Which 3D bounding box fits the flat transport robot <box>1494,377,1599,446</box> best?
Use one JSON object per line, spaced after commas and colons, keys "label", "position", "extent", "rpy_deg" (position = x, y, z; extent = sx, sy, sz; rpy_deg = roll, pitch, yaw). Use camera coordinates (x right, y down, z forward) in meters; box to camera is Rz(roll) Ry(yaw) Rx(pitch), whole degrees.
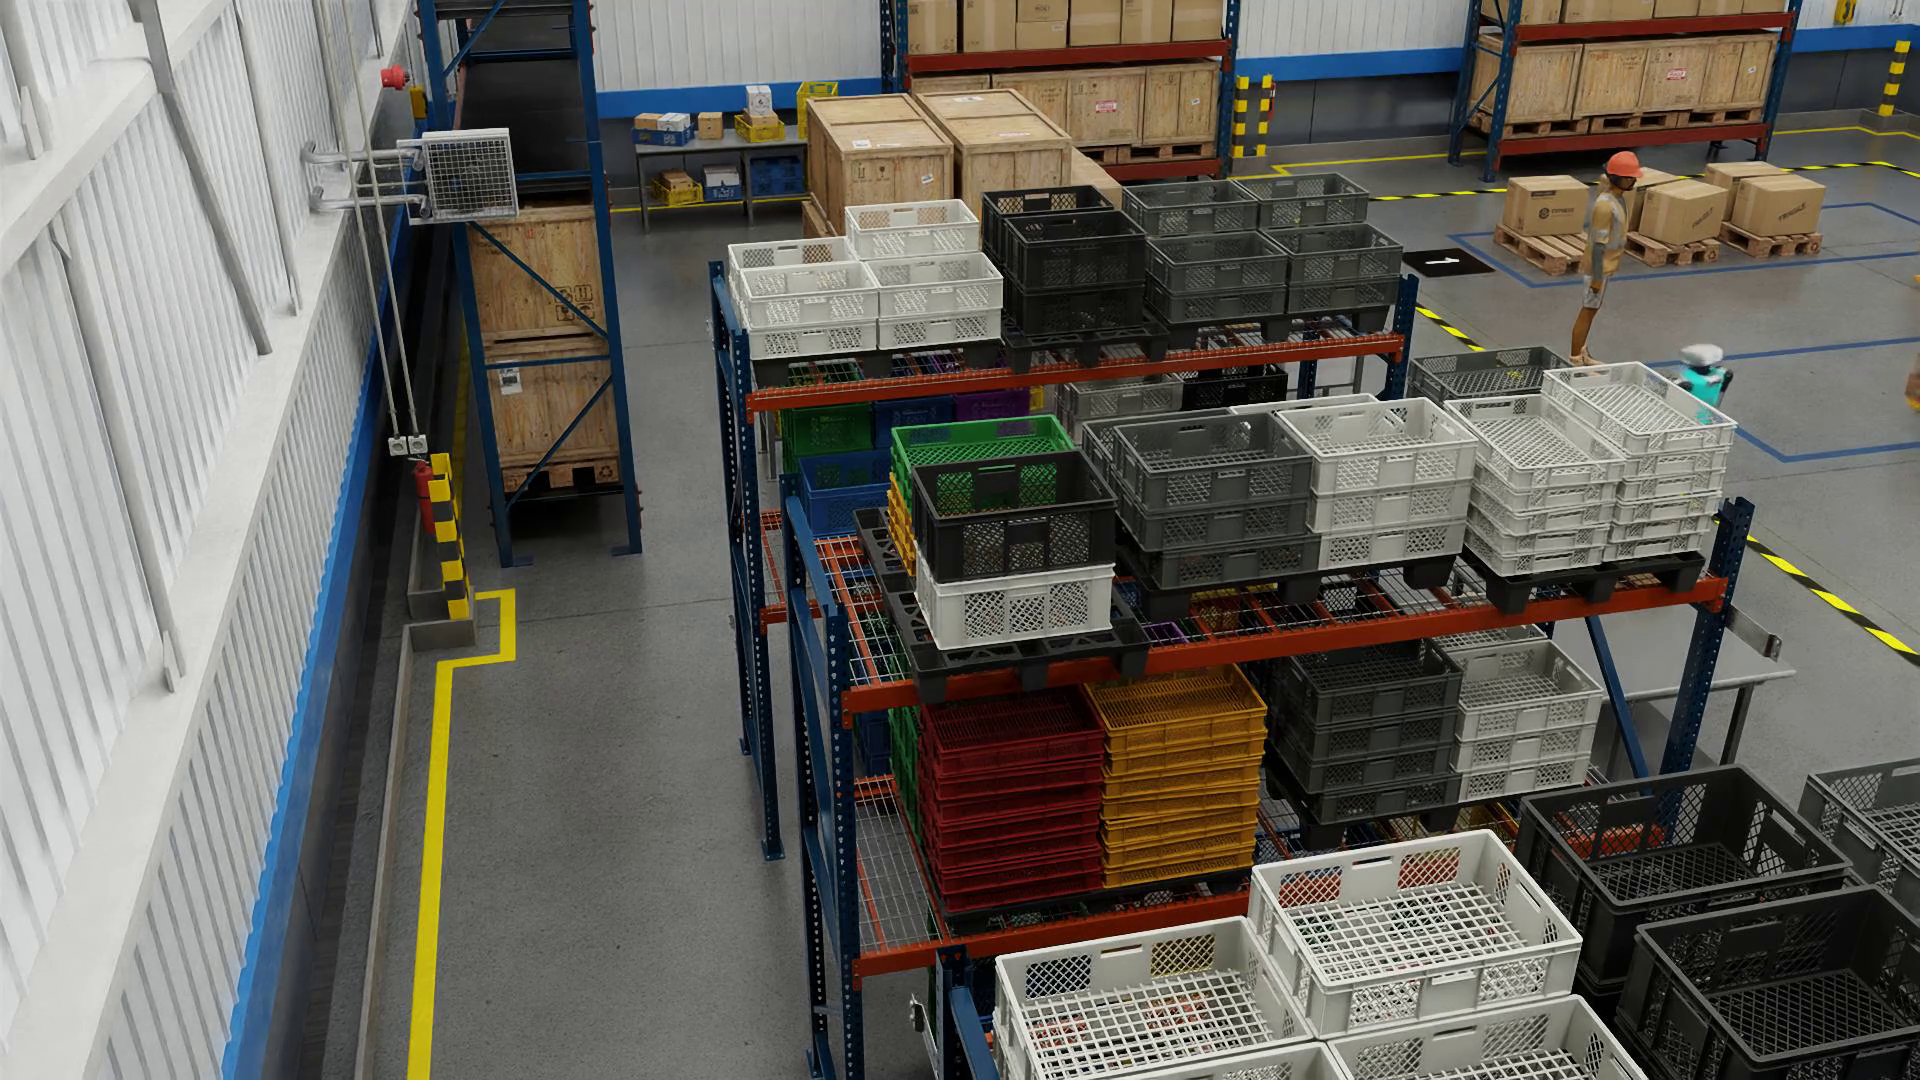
{"label": "flat transport robot", "position": [4.780, -1.036, 14.013], "extent": [0.659, 0.231, 1.431], "rpy_deg": [-6, 28, -12]}

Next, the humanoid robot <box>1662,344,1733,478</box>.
{"label": "humanoid robot", "position": [4.871, -0.586, 11.557], "extent": [0.550, 1.735, 0.980], "rpy_deg": [-14, 31, -24]}

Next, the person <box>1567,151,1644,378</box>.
{"label": "person", "position": [5.717, -2.433, 14.761], "extent": [0.375, 2.045, 0.604], "rpy_deg": [15, 31, 26]}

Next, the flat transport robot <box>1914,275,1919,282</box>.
{"label": "flat transport robot", "position": [10.717, -2.716, 17.169], "extent": [1.431, 0.197, 0.652], "rpy_deg": [-6, 28, -12]}

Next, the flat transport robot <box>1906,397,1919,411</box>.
{"label": "flat transport robot", "position": [8.718, -0.991, 13.896], "extent": [0.652, 0.197, 1.431], "rpy_deg": [-6, 28, -12]}
